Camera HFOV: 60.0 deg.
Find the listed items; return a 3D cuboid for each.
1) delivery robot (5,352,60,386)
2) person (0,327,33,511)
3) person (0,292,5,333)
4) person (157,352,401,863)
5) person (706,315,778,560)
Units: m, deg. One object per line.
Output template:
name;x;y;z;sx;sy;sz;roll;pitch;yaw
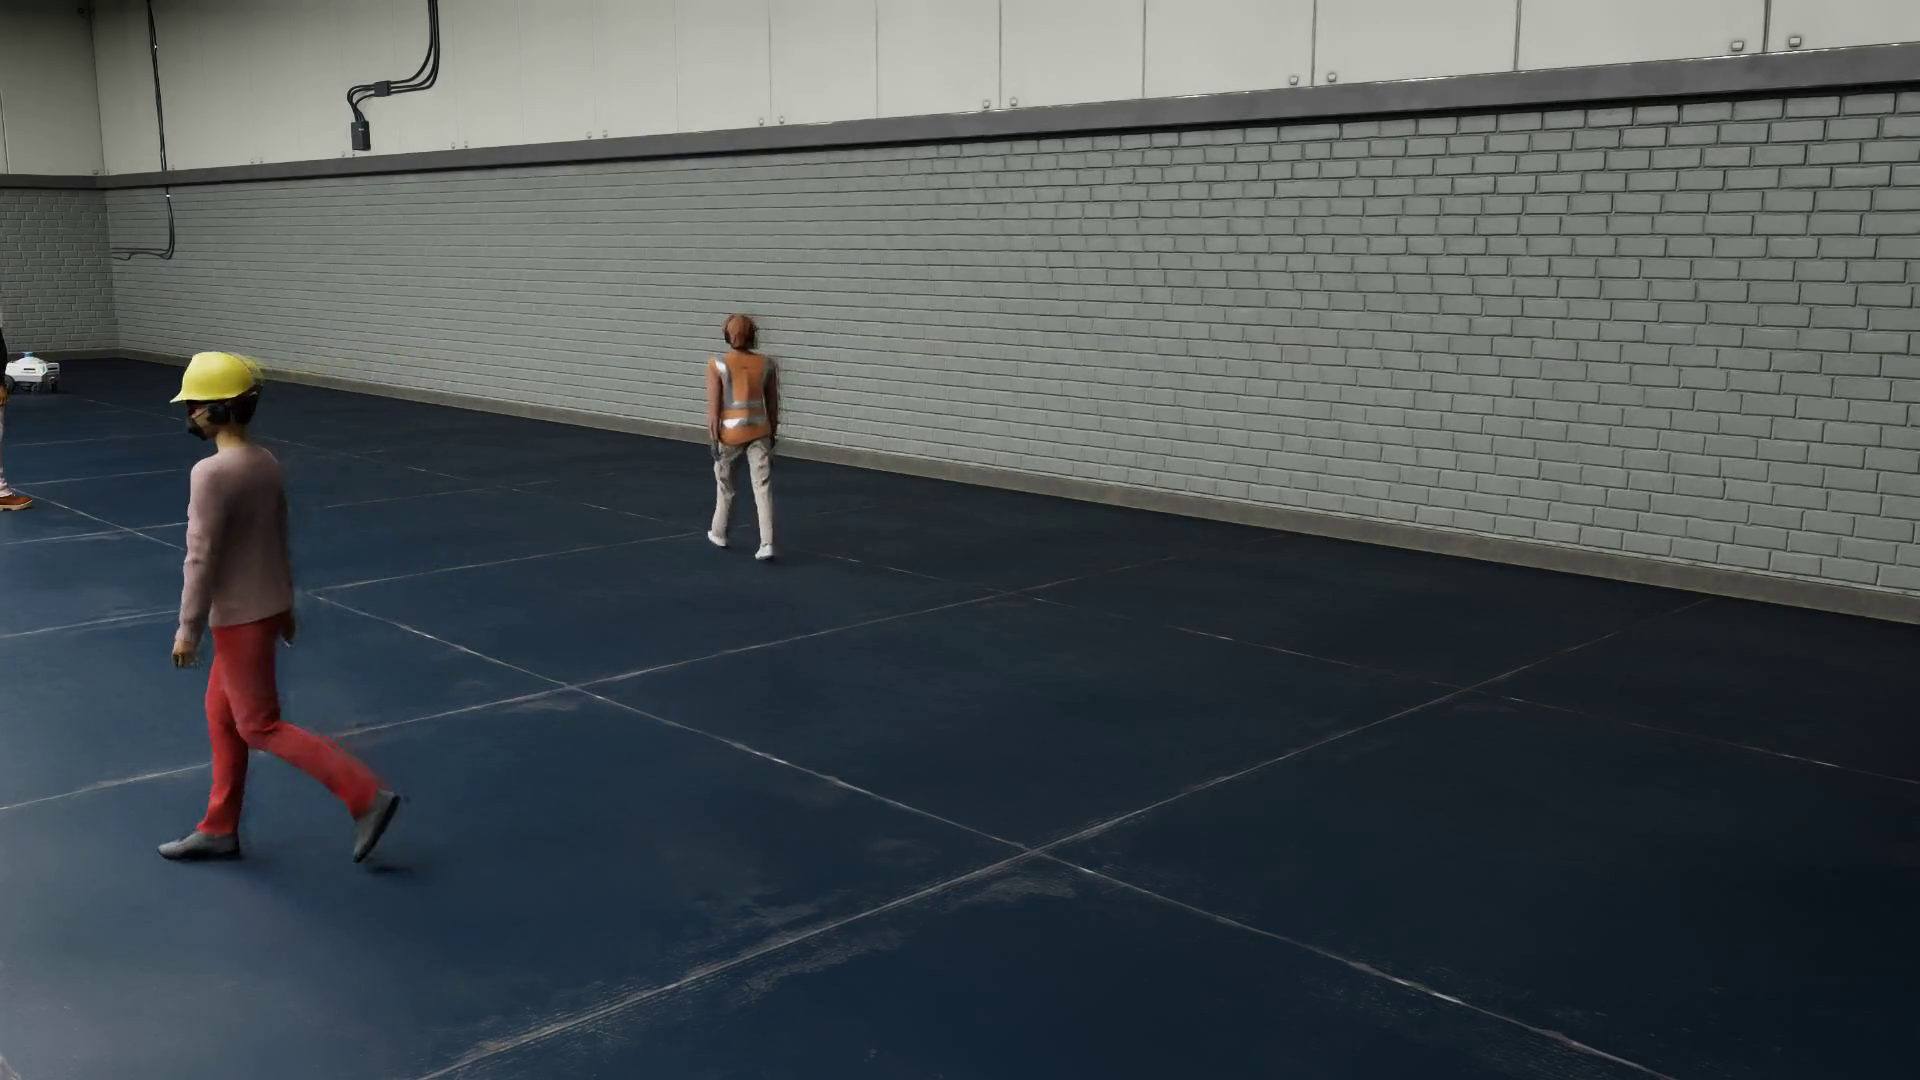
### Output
delivery robot;-12.525;-2.285;22.404;0.707;0.478;0.477;2;11;10
person;-7.552;-1.234;12.876;0.612;1.997;0.376;9;13;39
person;-14.322;-3.169;24.444;0.516;1.621;0.412;-1;10;-5
person;-2.316;0.240;5.546;0.797;1.738;0.531;-1;10;-4
person;-1.430;-0.680;10.956;0.540;1.586;0.880;-6;12;-28
